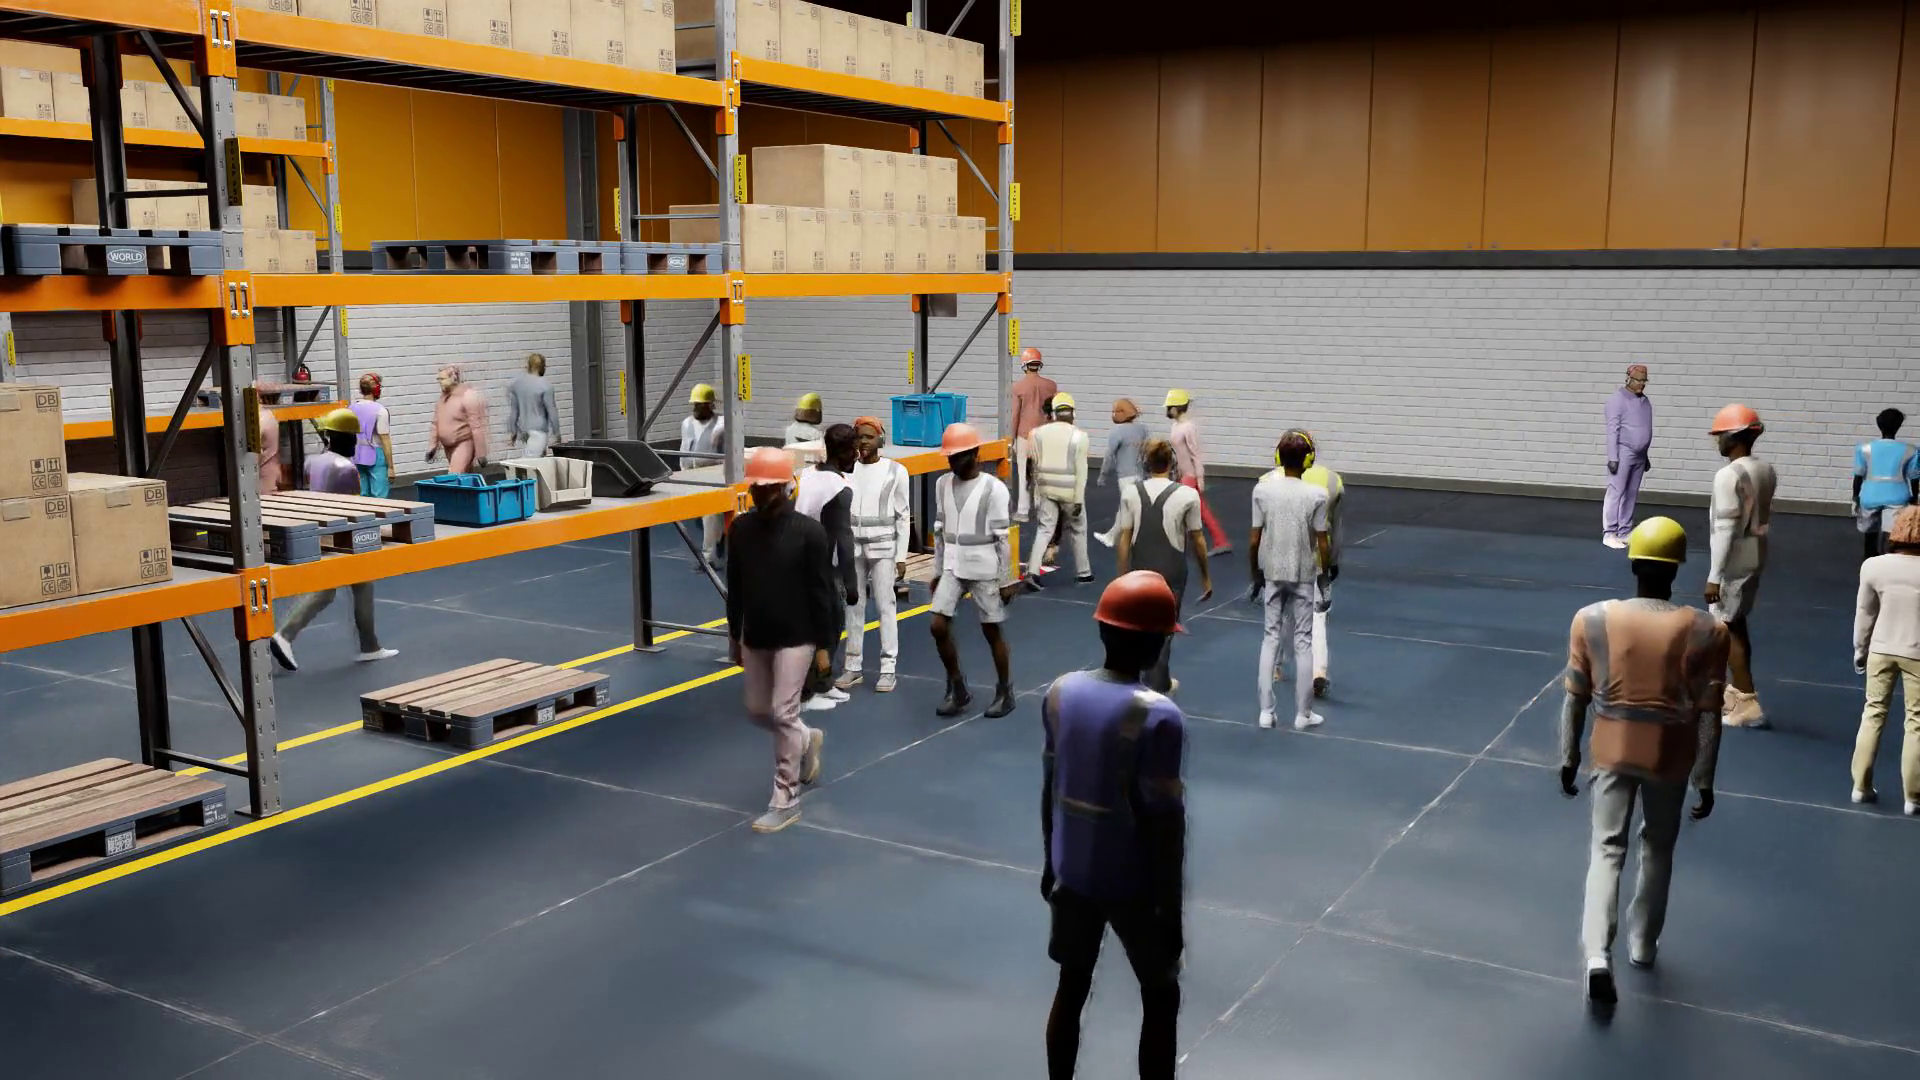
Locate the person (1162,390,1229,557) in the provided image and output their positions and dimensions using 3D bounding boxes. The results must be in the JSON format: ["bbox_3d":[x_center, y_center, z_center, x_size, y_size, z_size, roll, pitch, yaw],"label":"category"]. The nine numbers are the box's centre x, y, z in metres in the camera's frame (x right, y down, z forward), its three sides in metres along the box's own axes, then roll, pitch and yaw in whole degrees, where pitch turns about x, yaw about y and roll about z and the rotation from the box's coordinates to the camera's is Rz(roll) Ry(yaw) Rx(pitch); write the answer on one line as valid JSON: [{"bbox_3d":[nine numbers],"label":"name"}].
[{"bbox_3d":[2.294,-0.642,16.472,0.883,1.706,0.533,-1,9,-8],"label":"person"}]

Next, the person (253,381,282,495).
[{"bbox_3d":[-6.506,-0.559,15.484,0.977,1.865,0.659,-2,9,-11],"label":"person"}]

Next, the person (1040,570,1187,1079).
[{"bbox_3d":[0.518,1.052,5.257,0.712,1.911,0.478,8,12,42],"label":"person"}]

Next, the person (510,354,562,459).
[{"bbox_3d":[-5.142,-1.318,20.172,0.635,1.881,1.039,6,11,32],"label":"person"}]

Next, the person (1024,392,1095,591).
[{"bbox_3d":[0.878,-0.429,14.925,0.591,1.787,0.860,5,10,28],"label":"person"}]

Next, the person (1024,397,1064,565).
[{"bbox_3d":[0.912,-0.593,16.407,0.539,1.630,0.961,-1,9,-3],"label":"person"}]

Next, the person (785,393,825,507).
[{"bbox_3d":[-1.460,-0.515,15.635,0.518,1.717,0.508,-8,12,-41],"label":"person"}]

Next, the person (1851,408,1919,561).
[{"bbox_3d":[8.213,-0.342,14.777,0.538,1.656,0.884,6,11,31],"label":"person"}]

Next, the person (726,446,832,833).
[{"bbox_3d":[-0.909,0.478,8.679,0.625,1.975,0.743,5,10,27],"label":"person"}]

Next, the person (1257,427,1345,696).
[{"bbox_3d":[2.305,0.140,11.303,0.626,1.816,0.909,0,9,-2],"label":"person"}]

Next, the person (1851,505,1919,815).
[{"bbox_3d":[4.988,0.628,8.798,0.270,1.630,0.501,-7,11,-37],"label":"person"}]

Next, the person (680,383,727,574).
[{"bbox_3d":[-2.398,-0.608,15.948,0.601,1.813,0.701,4,10,25],"label":"person"}]

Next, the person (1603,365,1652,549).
[{"bbox_3d":[6.954,-0.864,17.256,0.637,1.902,0.406,-6,11,-34],"label":"person"}]

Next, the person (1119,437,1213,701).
[{"bbox_3d":[1.330,0.241,10.646,0.535,1.799,0.921,5,10,28],"label":"person"}]

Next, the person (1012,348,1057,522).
[{"bbox_3d":[0.827,-1.202,19.068,0.611,1.995,0.375,-4,10,-24],"label":"person"}]

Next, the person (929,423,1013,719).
[{"bbox_3d":[0.053,0.205,10.565,0.580,1.901,0.649,6,11,34],"label":"person"}]

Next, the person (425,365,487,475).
[{"bbox_3d":[-5.495,-0.957,17.983,0.645,1.850,1.022,8,12,43],"label":"person"}]

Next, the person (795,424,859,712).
[{"bbox_3d":[-0.855,0.187,10.743,0.601,1.883,0.638,-4,10,-24],"label":"person"}]

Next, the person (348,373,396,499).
[{"bbox_3d":[-5.898,-0.745,16.680,0.574,1.842,0.375,6,11,32],"label":"person"}]

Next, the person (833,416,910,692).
[{"bbox_3d":[-0.626,0.092,11.331,0.581,1.884,0.351,3,10,19],"label":"person"}]

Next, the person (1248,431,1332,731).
[{"bbox_3d":[2.059,0.257,10.366,0.532,1.866,0.311,4,10,26],"label":"person"}]

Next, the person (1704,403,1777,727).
[{"bbox_3d":[4.893,0.155,10.497,0.627,2.045,0.446,-8,12,-40],"label":"person"}]

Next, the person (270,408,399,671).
[{"bbox_3d":[-4.536,0.000,11.933,0.591,1.889,0.885,8,12,40],"label":"person"}]

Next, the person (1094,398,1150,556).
[{"bbox_3d":[1.611,-0.638,16.775,0.843,1.591,0.506,8,12,42],"label":"person"}]

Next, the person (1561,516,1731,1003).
[{"bbox_3d":[2.673,0.854,6.555,0.594,1.900,0.887,5,10,26],"label":"person"}]
